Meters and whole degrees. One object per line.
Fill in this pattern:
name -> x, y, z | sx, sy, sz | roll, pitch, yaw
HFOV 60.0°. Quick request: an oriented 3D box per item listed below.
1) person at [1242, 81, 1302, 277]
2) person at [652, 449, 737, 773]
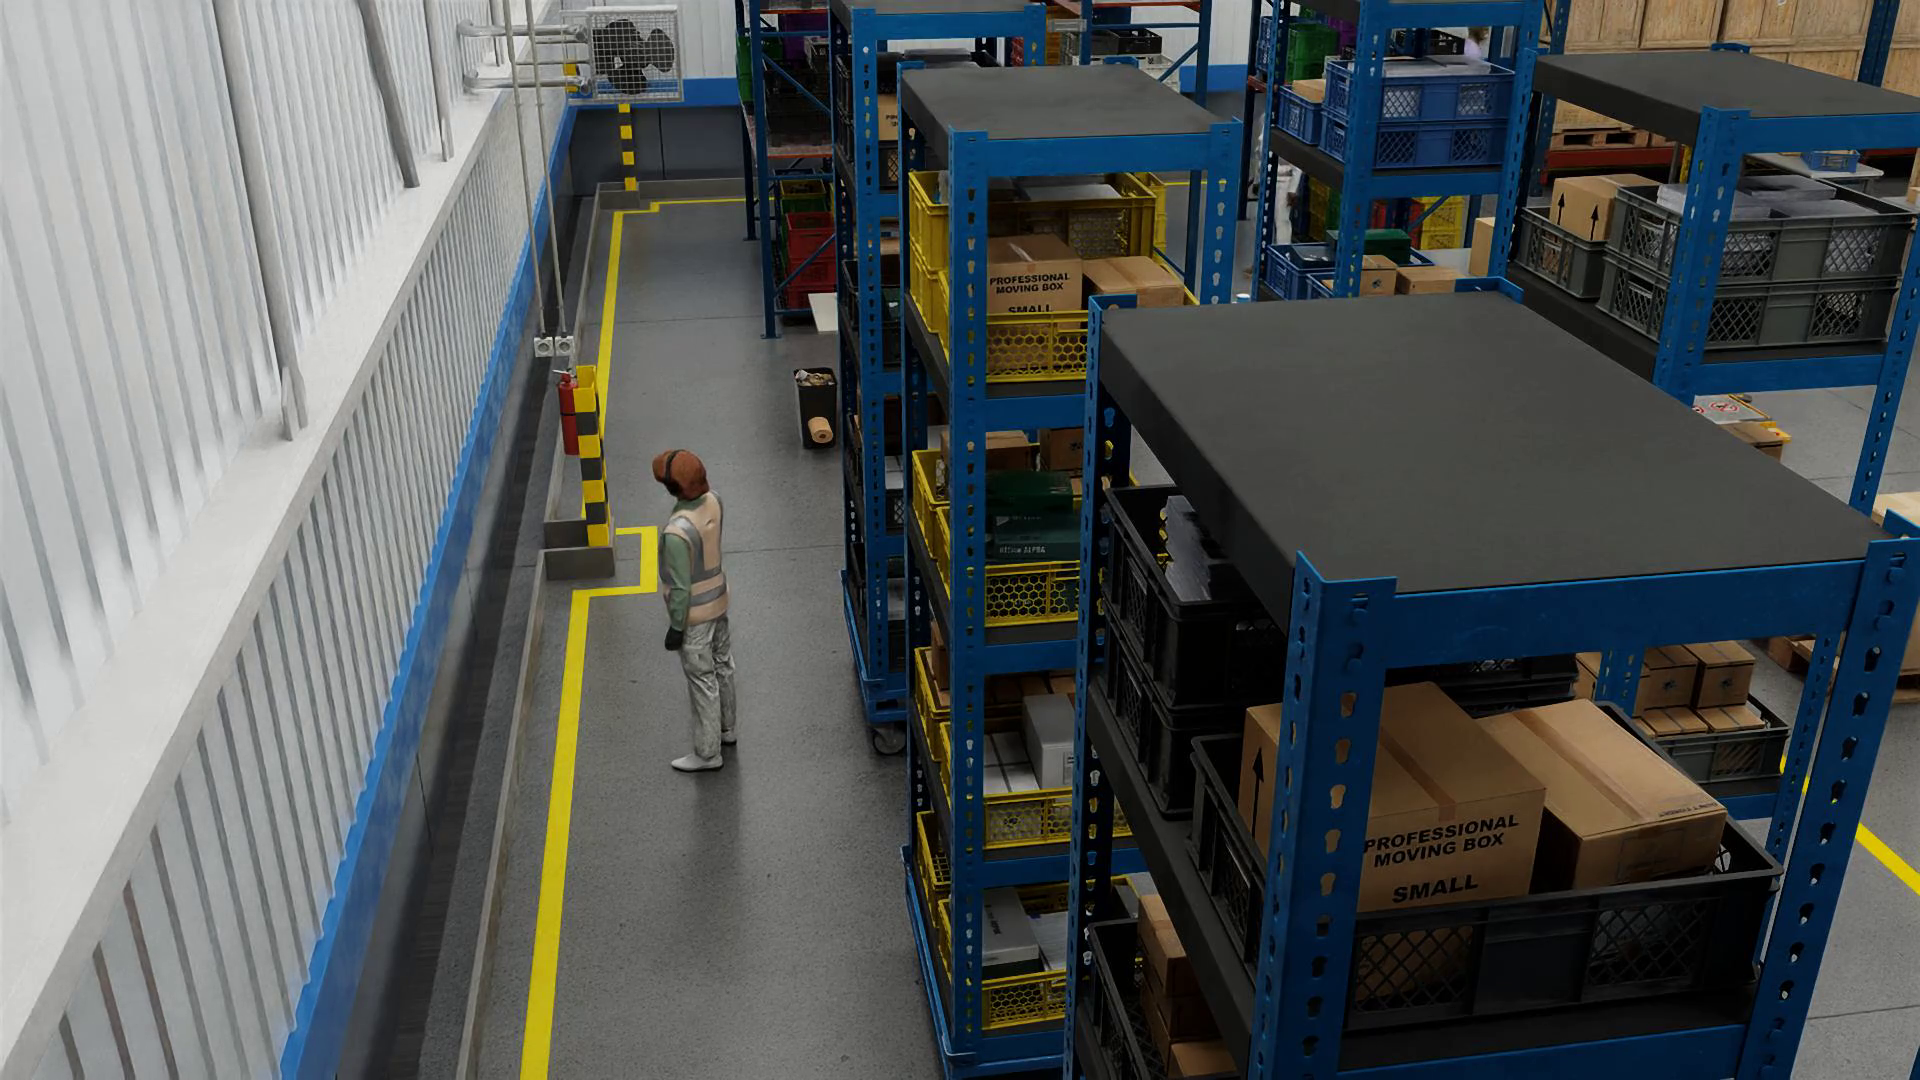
person -> 2.971, -3.363, 15.660 | 0.337, 1.882, 0.583 | -14, 28, -27
person -> -1.252, 0.334, 7.913 | 0.311, 1.639, 0.513 | 6, 25, 13
